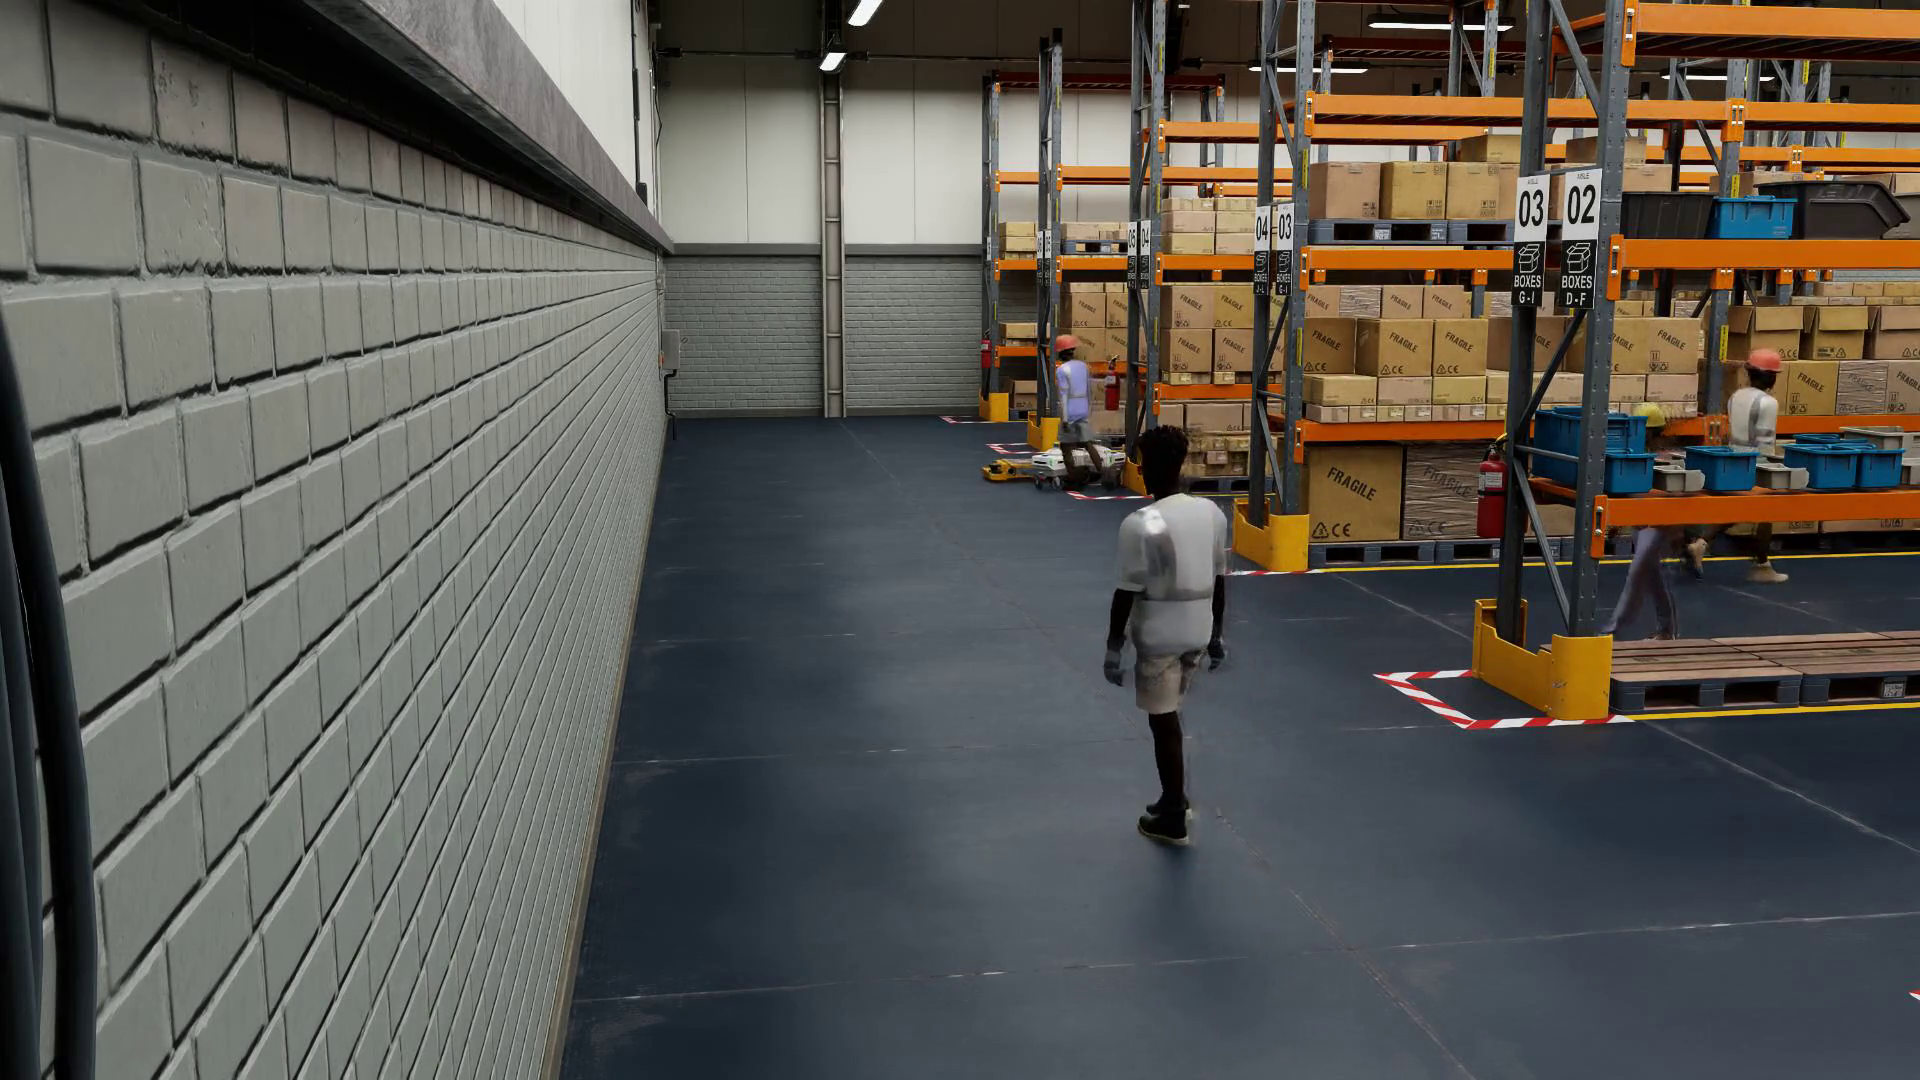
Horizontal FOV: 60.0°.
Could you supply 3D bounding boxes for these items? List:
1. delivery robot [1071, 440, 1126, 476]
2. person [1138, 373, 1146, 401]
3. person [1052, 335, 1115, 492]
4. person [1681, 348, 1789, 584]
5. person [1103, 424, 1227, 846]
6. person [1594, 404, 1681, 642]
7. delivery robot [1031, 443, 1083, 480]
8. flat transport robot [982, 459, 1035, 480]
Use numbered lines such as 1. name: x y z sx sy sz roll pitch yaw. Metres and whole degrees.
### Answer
1. delivery robot: 1.697 -0.992 20.542 0.707 0.478 0.477 9 13 43
2. person: 2.908 -2.527 26.170 0.528 1.890 0.652 -1 9 -6
3. person: 1.460 -1.492 19.871 0.660 1.892 0.717 -8 12 -40
4. person: 6.590 -0.608 13.990 0.869 2.016 0.620 -1 9 -8
5. person: 0.918 0.435 7.734 0.645 1.947 0.535 -8 12 -39
6. person: 4.696 -0.077 11.591 0.875 1.727 0.546 -1 9 -9
7. delivery robot: 1.185 -0.944 20.251 0.477 0.478 0.707 8 12 39
8. flat transport robot: 1.035 -0.914 21.229 1.431 0.197 0.652 -1 9 -8
